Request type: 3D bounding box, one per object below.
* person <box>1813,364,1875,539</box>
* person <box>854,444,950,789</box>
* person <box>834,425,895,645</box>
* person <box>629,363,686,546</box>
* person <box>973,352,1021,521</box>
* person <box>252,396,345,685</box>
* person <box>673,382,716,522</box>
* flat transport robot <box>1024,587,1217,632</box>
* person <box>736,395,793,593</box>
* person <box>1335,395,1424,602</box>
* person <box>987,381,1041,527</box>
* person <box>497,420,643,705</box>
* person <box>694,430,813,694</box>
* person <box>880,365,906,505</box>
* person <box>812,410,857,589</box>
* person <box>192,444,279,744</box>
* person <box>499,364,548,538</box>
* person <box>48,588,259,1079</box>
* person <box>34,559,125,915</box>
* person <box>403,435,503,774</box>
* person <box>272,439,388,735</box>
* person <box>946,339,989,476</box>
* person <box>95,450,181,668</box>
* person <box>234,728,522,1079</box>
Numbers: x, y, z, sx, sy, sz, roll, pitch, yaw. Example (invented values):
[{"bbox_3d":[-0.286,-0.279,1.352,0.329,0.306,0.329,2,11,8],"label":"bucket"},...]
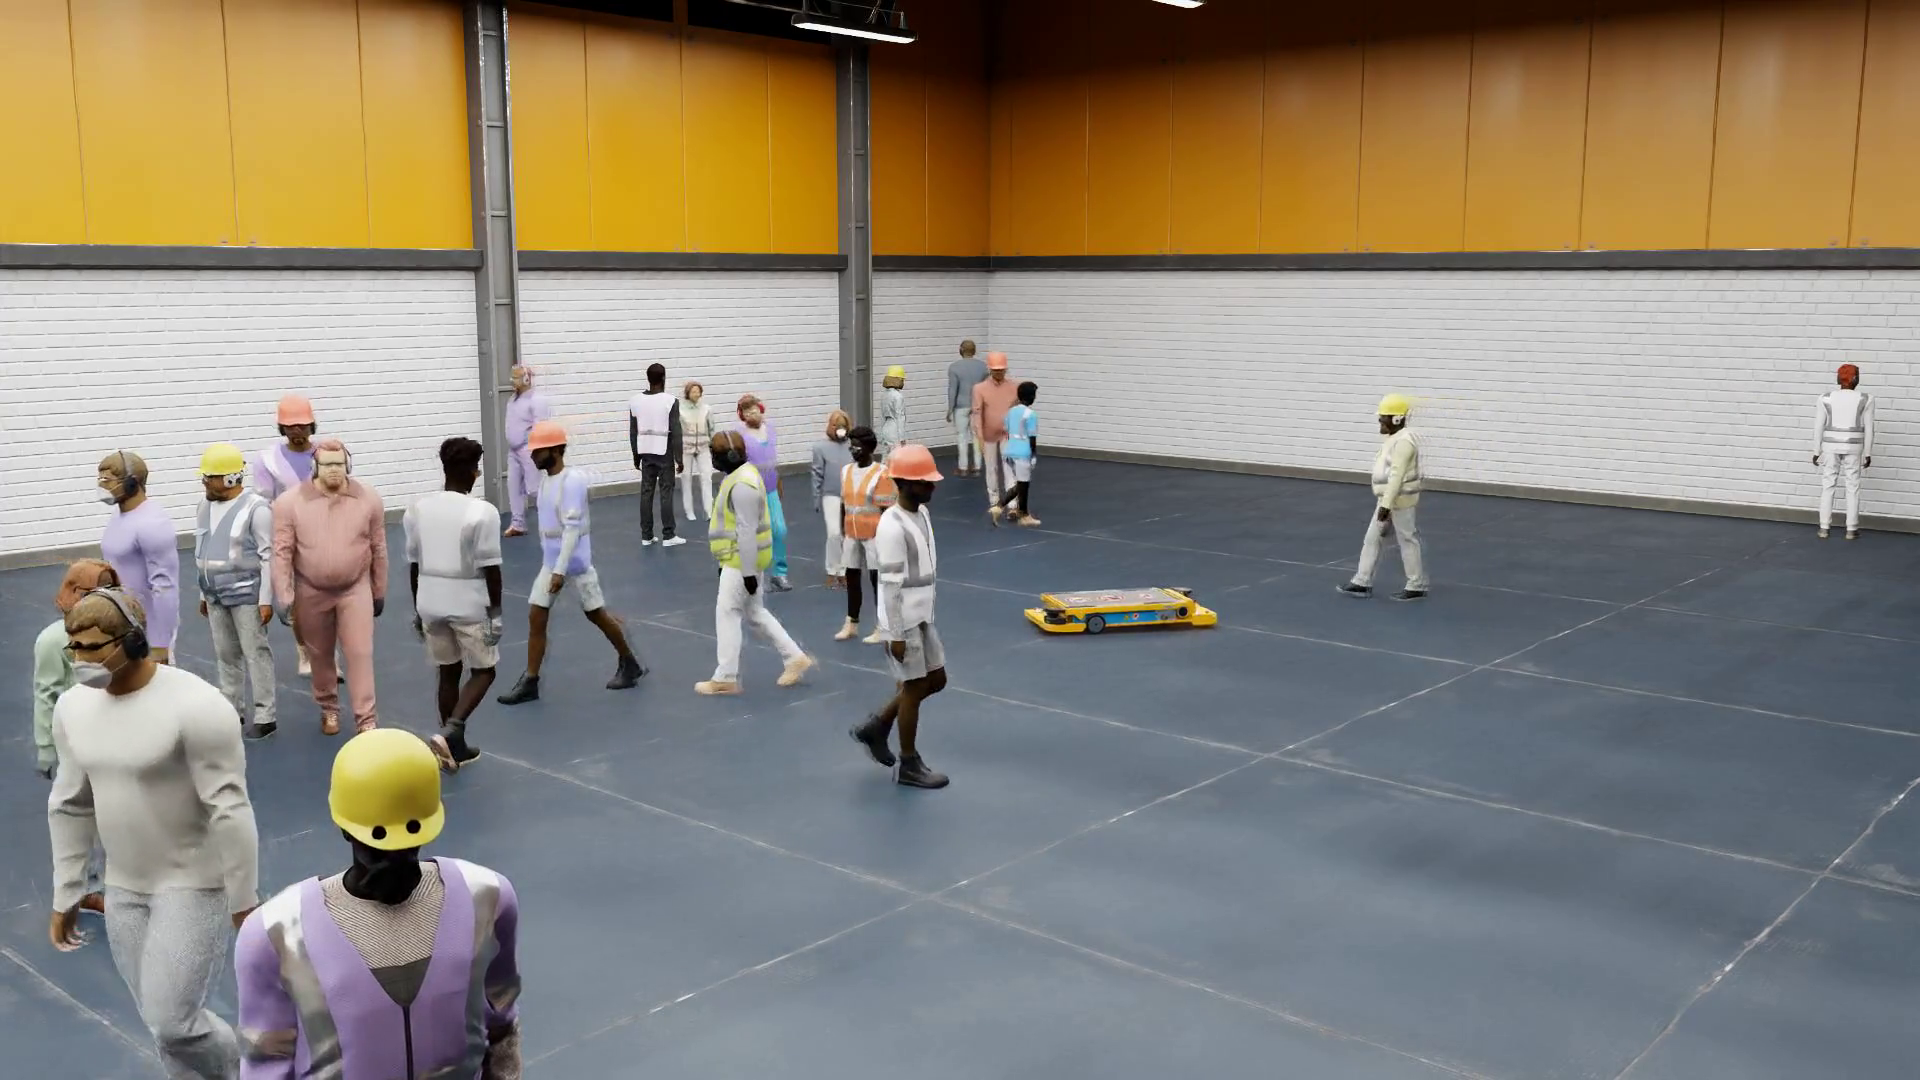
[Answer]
[{"bbox_3d":[9.520,-0.953,17.932,0.573,1.884,0.359,6,11,33],"label":"person"},{"bbox_3d":[-0.313,0.421,9.192,0.499,1.918,0.559,3,10,19],"label":"person"},{"bbox_3d":[-0.722,-0.040,12.800,0.556,1.693,0.336,7,11,36],"label":"person"},{"bbox_3d":[-3.174,-0.889,17.428,0.597,1.916,0.379,3,10,20],"label":"person"},{"bbox_3d":[0.454,-1.195,19.261,0.622,1.937,1.002,-1,9,-4],"label":"person"},{"bbox_3d":[-4.510,0.018,11.456,0.651,1.998,0.961,-4,10,-24],"label":"person"},{"bbox_3d":[-3.005,-0.991,18.999,0.542,1.606,0.757,-4,10,-23],"label":"person"},{"bbox_3d":[1.296,0.558,13.494,1.431,0.197,0.652,-2,9,-15],"label":"flat transport robot"},{"bbox_3d":[-1.763,-0.392,14.693,0.527,1.798,0.670,8,12,39],"label":"person"},{"bbox_3d":[3.660,-0.352,14.399,0.838,1.793,0.604,0,9,1],"label":"person"},{"bbox_3d":[0.601,-0.942,18.559,0.714,1.666,0.573,-4,10,-26],"label":"person"},{"bbox_3d":[-2.611,0.131,11.167,1.031,1.884,0.556,-9,13,-44],"label":"person"},{"bbox_3d":[-1.398,0.146,11.286,0.769,1.808,0.638,-1,9,-4],"label":"person"},{"bbox_3d":[-0.792,-1.260,20.315,0.304,1.740,0.485,-6,11,-32],"label":"person"},{"bbox_3d":[-1.055,-0.359,15.021,0.502,1.619,0.478,-3,10,-20],"label":"person"},{"bbox_3d":[-4.407,0.324,10.091,0.600,1.826,0.404,4,10,25],"label":"person"},{"bbox_3d":[-4.637,-0.968,18.056,0.751,1.887,0.650,-8,12,-42],"label":"person"},{"bbox_3d":[-2.457,1.081,5.074,0.653,1.916,0.456,4,10,22],"label":"person"},{"bbox_3d":[-3.676,0.882,7.222,0.667,1.608,0.514,3,10,18],"label":"person"},{"bbox_3d":[-2.869,0.388,9.353,0.631,1.945,0.603,2,9,14],"label":"person"},{"bbox_3d":[-3.770,0.325,10.002,0.653,1.854,0.979,-4,10,-22],"label":"person"},{"bbox_3d":[0.118,-1.863,23.482,0.638,1.939,0.356,-4,10,-22],"label":"person"},{"bbox_3d":[-4.279,0.490,8.700,0.357,1.937,0.638,-9,12,-43],"label":"person"},{"bbox_3d":[-1.186,1.325,3.514,0.585,1.921,0.373,-6,11,-35],"label":"person"}]
